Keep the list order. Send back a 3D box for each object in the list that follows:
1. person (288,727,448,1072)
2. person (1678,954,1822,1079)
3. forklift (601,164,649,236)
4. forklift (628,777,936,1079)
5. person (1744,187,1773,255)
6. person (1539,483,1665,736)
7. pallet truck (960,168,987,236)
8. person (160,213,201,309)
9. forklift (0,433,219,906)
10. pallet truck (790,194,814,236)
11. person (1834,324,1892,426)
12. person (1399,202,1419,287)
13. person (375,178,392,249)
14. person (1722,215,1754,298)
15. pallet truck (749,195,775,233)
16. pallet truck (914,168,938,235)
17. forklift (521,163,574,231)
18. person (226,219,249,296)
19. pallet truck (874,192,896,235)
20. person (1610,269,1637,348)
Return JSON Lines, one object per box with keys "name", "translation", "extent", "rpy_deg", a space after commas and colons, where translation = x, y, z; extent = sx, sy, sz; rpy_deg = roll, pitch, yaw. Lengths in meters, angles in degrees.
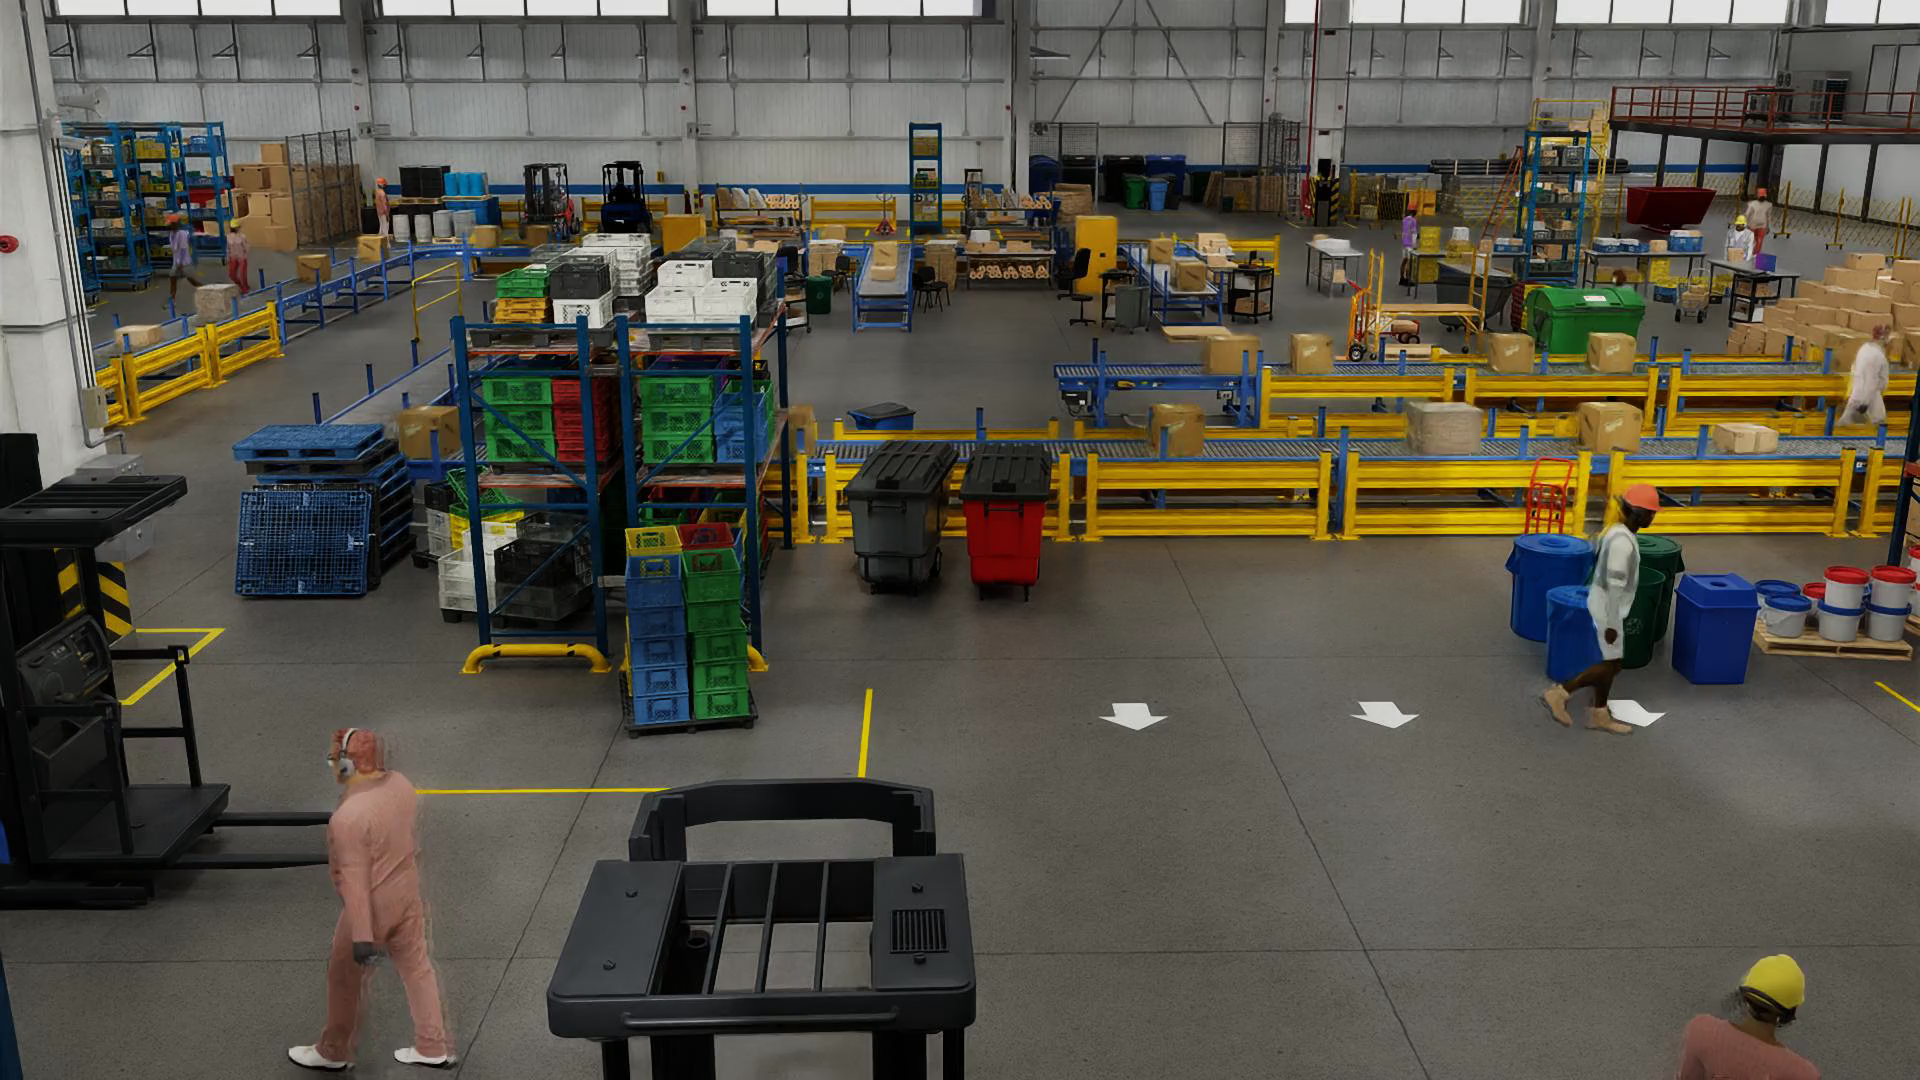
{"name": "person", "translation": [-3.075, 1.836, 8.476], "extent": [0.894, 1.869, 0.681], "rpy_deg": [4, 16, 12]}
{"name": "person", "translation": [3.041, 2.453, 6.557], "extent": [0.534, 1.745, 0.544], "rpy_deg": [-15, 22, -41]}
{"name": "forklift", "translation": [-9.948, -10.127, 49.296], "extent": [1.157, 1.987, 2.680], "rpy_deg": [-1, 16, -3]}
{"name": "forklift", "translation": [-0.542, 2.165, 5.552], "extent": [1.129, 2.768, 1.873], "rpy_deg": [-1, 16, -2]}
{"name": "person", "translation": [20.515, -8.086, 42.802], "extent": [0.649, 1.969, 0.604], "rpy_deg": [4, 17, 15]}
{"name": "person", "translation": [4.967, 0.532, 12.786], "extent": [0.673, 2.011, 0.628], "rpy_deg": [6, 17, 20]}
{"name": "pallet truck", "translation": [0.383, -10.230, 50.206], "extent": [0.823, 1.965, 1.885], "rpy_deg": [-1, 16, -3]}
{"name": "person", "translation": [-16.487, -5.906, 35.200], "extent": [0.612, 1.996, 1.033], "rpy_deg": [10, 19, 30]}
{"name": "forklift", "translation": [-5.952, 0.780, 10.366], "extent": [1.873, 2.768, 1.129], "rpy_deg": [0, 16, -1]}
{"name": "pallet truck", "translation": [-4.814, -9.883, 50.259], "extent": [0.704, 1.261, 1.522], "rpy_deg": [-1, 16, -3]}
{"name": "person", "translation": [11.663, -1.870, 21.430], "extent": [1.037, 1.857, 0.633], "rpy_deg": [2, 16, 7]}
{"name": "person", "translation": [10.457, -6.867, 38.616], "extent": [0.351, 1.940, 0.551], "rpy_deg": [-4, 17, -14]}
{"name": "person", "translation": [-15.874, -8.973, 45.841], "extent": [0.379, 1.996, 0.611], "rpy_deg": [-12, 20, -35]}
{"name": "person", "translation": [17.102, -6.225, 36.603], "extent": [0.595, 1.824, 0.404], "rpy_deg": [15, 22, 42]}
{"name": "pallet truck", "translation": [-6.051, -9.967, 50.660], "extent": [0.680, 1.201, 1.601], "rpy_deg": [0, 16, -1]}
{"name": "pallet truck", "translation": [-0.989, -10.316, 50.507], "extent": [0.823, 1.965, 1.885], "rpy_deg": [1, 16, 3]}
{"name": "forklift", "translation": [-12.233, -10.122, 49.298], "extent": [1.157, 1.987, 2.680], "rpy_deg": [0, 16, -1]}
{"name": "person", "translation": [-15.834, -6.158, 36.468], "extent": [0.545, 1.753, 0.364], "rpy_deg": [2, 16, 8]}
{"name": "pallet truck", "translation": [-2.277, -9.986, 50.594], "extent": [0.653, 1.274, 1.630], "rpy_deg": [0, 16, -1]}
{"name": "person", "translation": [11.516, -3.928, 28.999], "extent": [0.770, 1.603, 0.498], "rpy_deg": [-1, 16, -5]}
